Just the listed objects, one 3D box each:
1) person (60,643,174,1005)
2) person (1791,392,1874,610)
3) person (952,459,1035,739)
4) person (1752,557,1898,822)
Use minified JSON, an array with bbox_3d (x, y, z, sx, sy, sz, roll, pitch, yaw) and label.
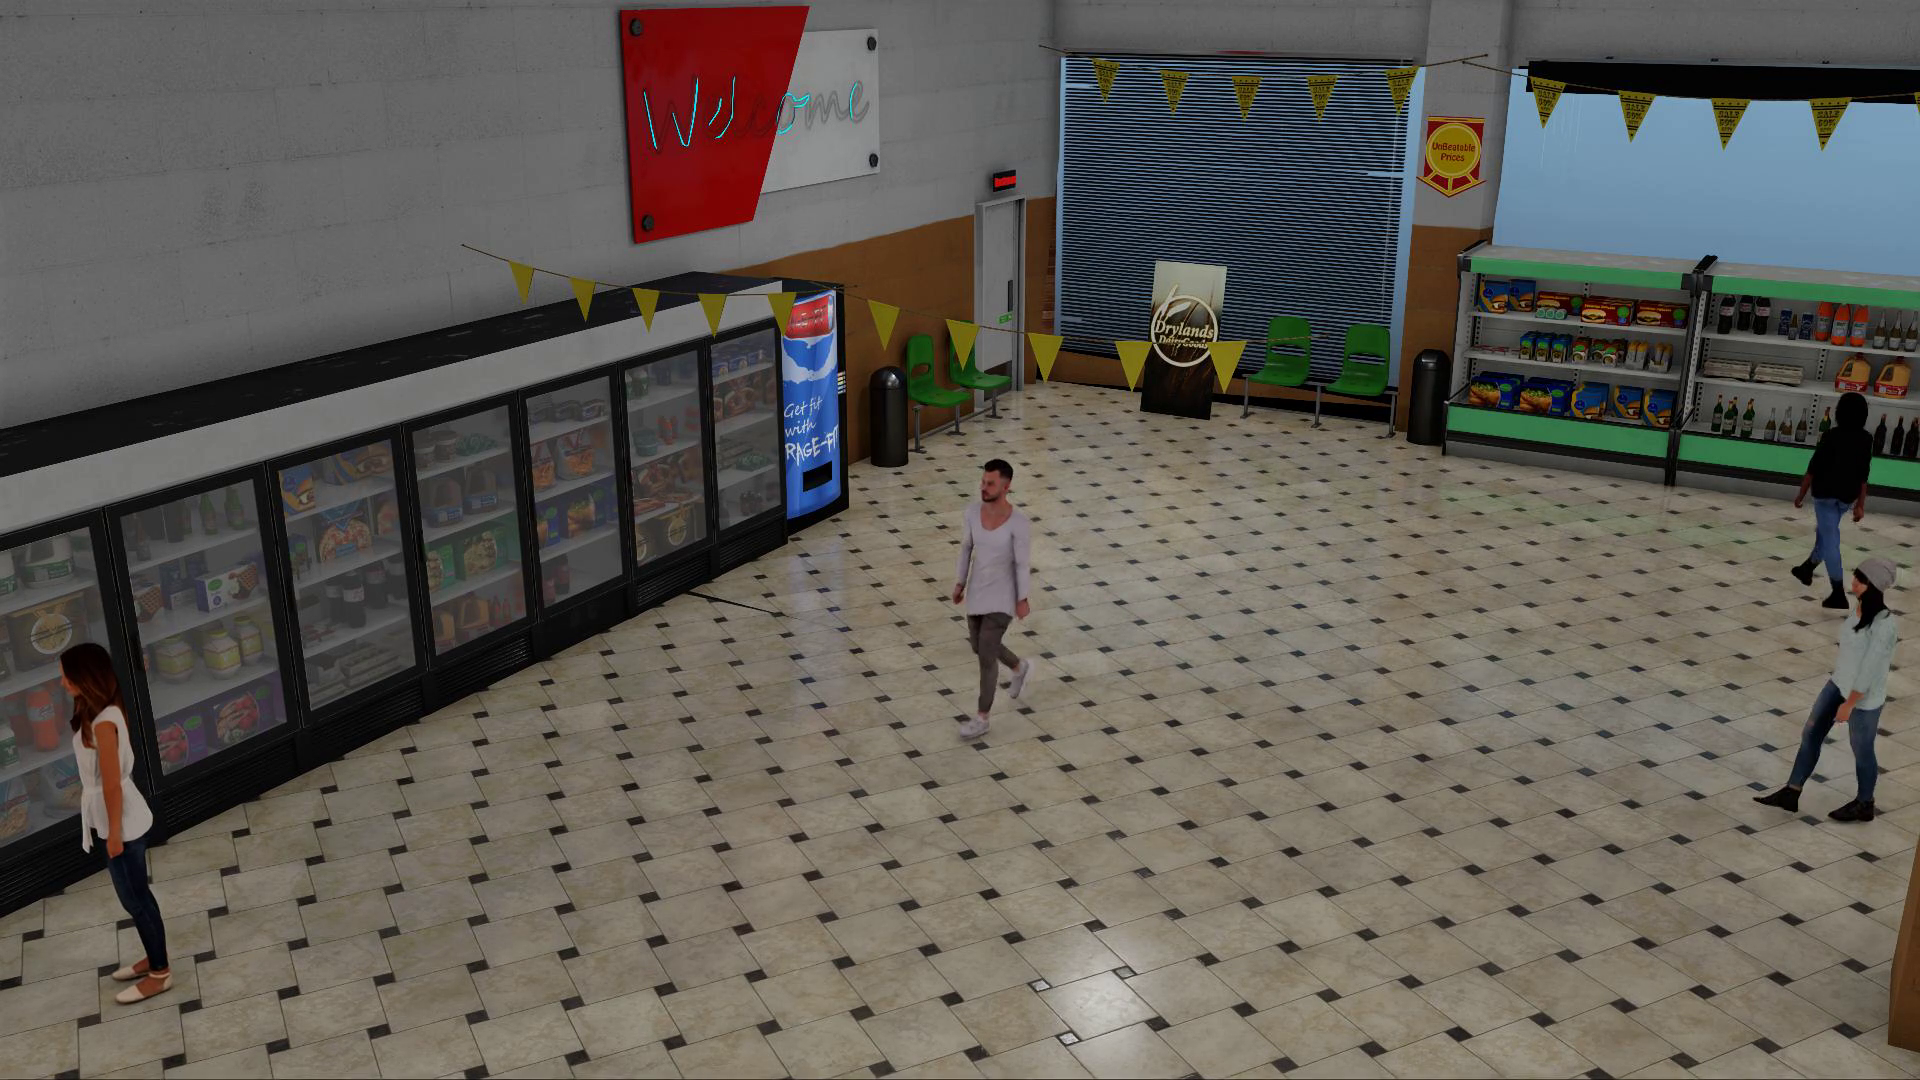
[{"bbox_3d":[-3.957,1.321,7.869,0.728,1.782,0.606,-12,22,-32],"label":"person"},{"bbox_3d":[6.740,-0.254,12.749,1.170,1.649,1.043,0,19,-1],"label":"person"},{"bbox_3d":[0.251,0.335,10.738,1.089,1.819,0.893,16,24,39],"label":"person"},{"bbox_3d":[5.168,0.879,9.430,0.989,1.623,0.834,0,19,0],"label":"person"}]
